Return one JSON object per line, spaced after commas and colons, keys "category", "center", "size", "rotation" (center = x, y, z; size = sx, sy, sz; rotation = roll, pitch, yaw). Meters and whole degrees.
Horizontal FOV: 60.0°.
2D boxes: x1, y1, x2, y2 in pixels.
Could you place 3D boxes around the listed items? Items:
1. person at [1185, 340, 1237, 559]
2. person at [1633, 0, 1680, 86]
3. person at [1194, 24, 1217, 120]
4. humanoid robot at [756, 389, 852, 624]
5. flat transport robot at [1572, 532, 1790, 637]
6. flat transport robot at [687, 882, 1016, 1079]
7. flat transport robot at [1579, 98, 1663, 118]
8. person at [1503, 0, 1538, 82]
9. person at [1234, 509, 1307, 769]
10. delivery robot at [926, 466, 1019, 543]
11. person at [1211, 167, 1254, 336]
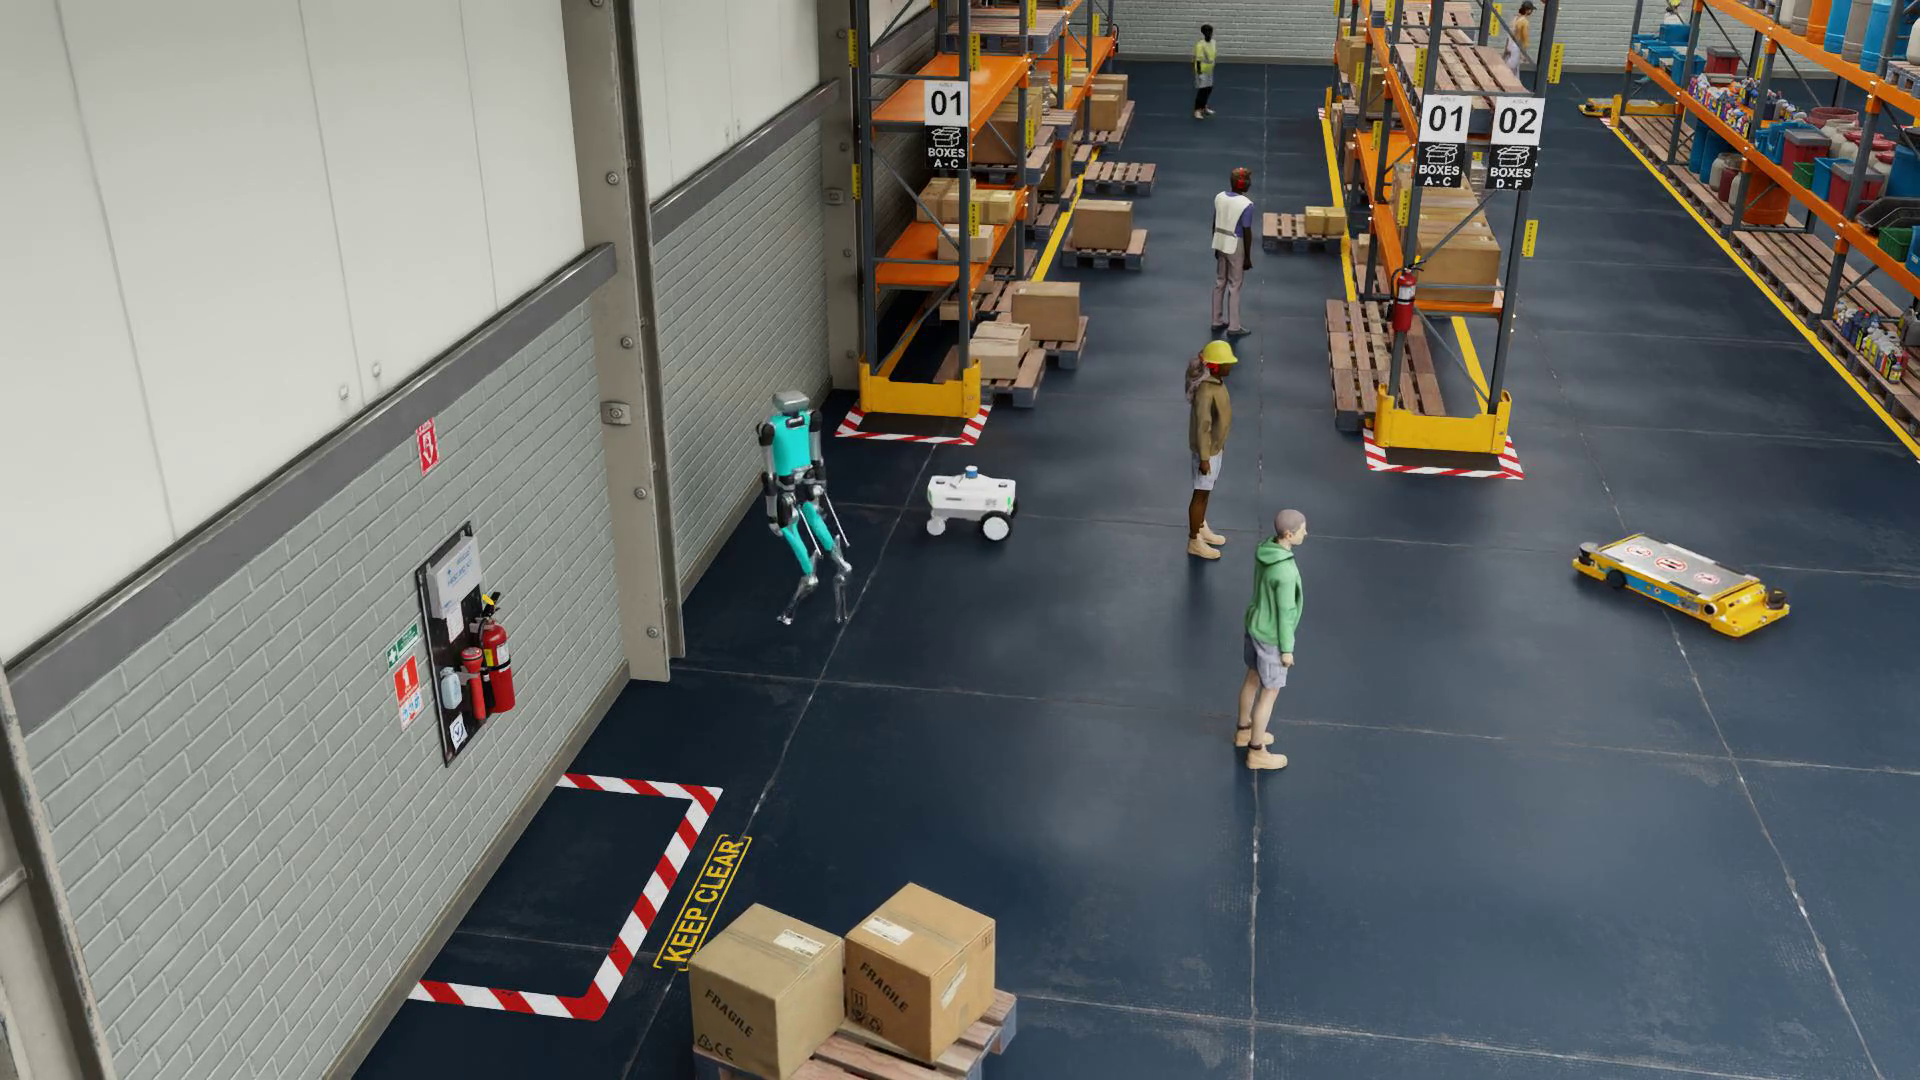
{"category": "person", "center": [1.945, -0.734, 13.161], "size": [0.405, 1.764, 0.530], "rotation": [8, 26, 18]}
{"category": "person", "center": [13.632, -9.622, 32.222], "size": [0.877, 1.717, 0.545], "rotation": [-4, 25, -8]}
{"category": "person", "center": [4.346, -8.313, 29.499], "size": [0.395, 1.658, 0.621], "rotation": [22, 33, 38]}
{"category": "humanoid robot", "center": [-1.069, -0.151, 12.005], "size": [0.562, 1.802, 0.770], "rotation": [-20, 32, -36]}
{"category": "flat transport robot", "center": [5.484, 0.312, 12.689], "size": [0.659, 0.231, 1.431], "rotation": [-16, 30, -31]}
{"category": "flat transport robot", "center": [-0.462, 2.526, 7.950], "size": [0.659, 0.231, 1.431], "rotation": [12, 28, 24]}
{"category": "flat transport robot", "center": [11.990, -7.800, 30.052], "size": [1.431, 0.231, 0.659], "rotation": [4, 25, 9]}
{"category": "person", "center": [10.433, -9.157, 31.141], "size": [0.901, 1.812, 0.577], "rotation": [-7, 26, -14]}
{"category": "person", "center": [1.926, 0.606, 10.337], "size": [0.324, 1.733, 0.477], "rotation": [-4, 25, -8]}
{"category": "delivery robot", "center": [0.116, -0.306, 13.695], "size": [0.812, 0.611, 0.499], "rotation": [3, 25, 7]}
{"category": "person", "center": [2.975, -3.163, 18.270], "size": [0.395, 1.841, 0.563], "rotation": [-15, 29, -30]}
